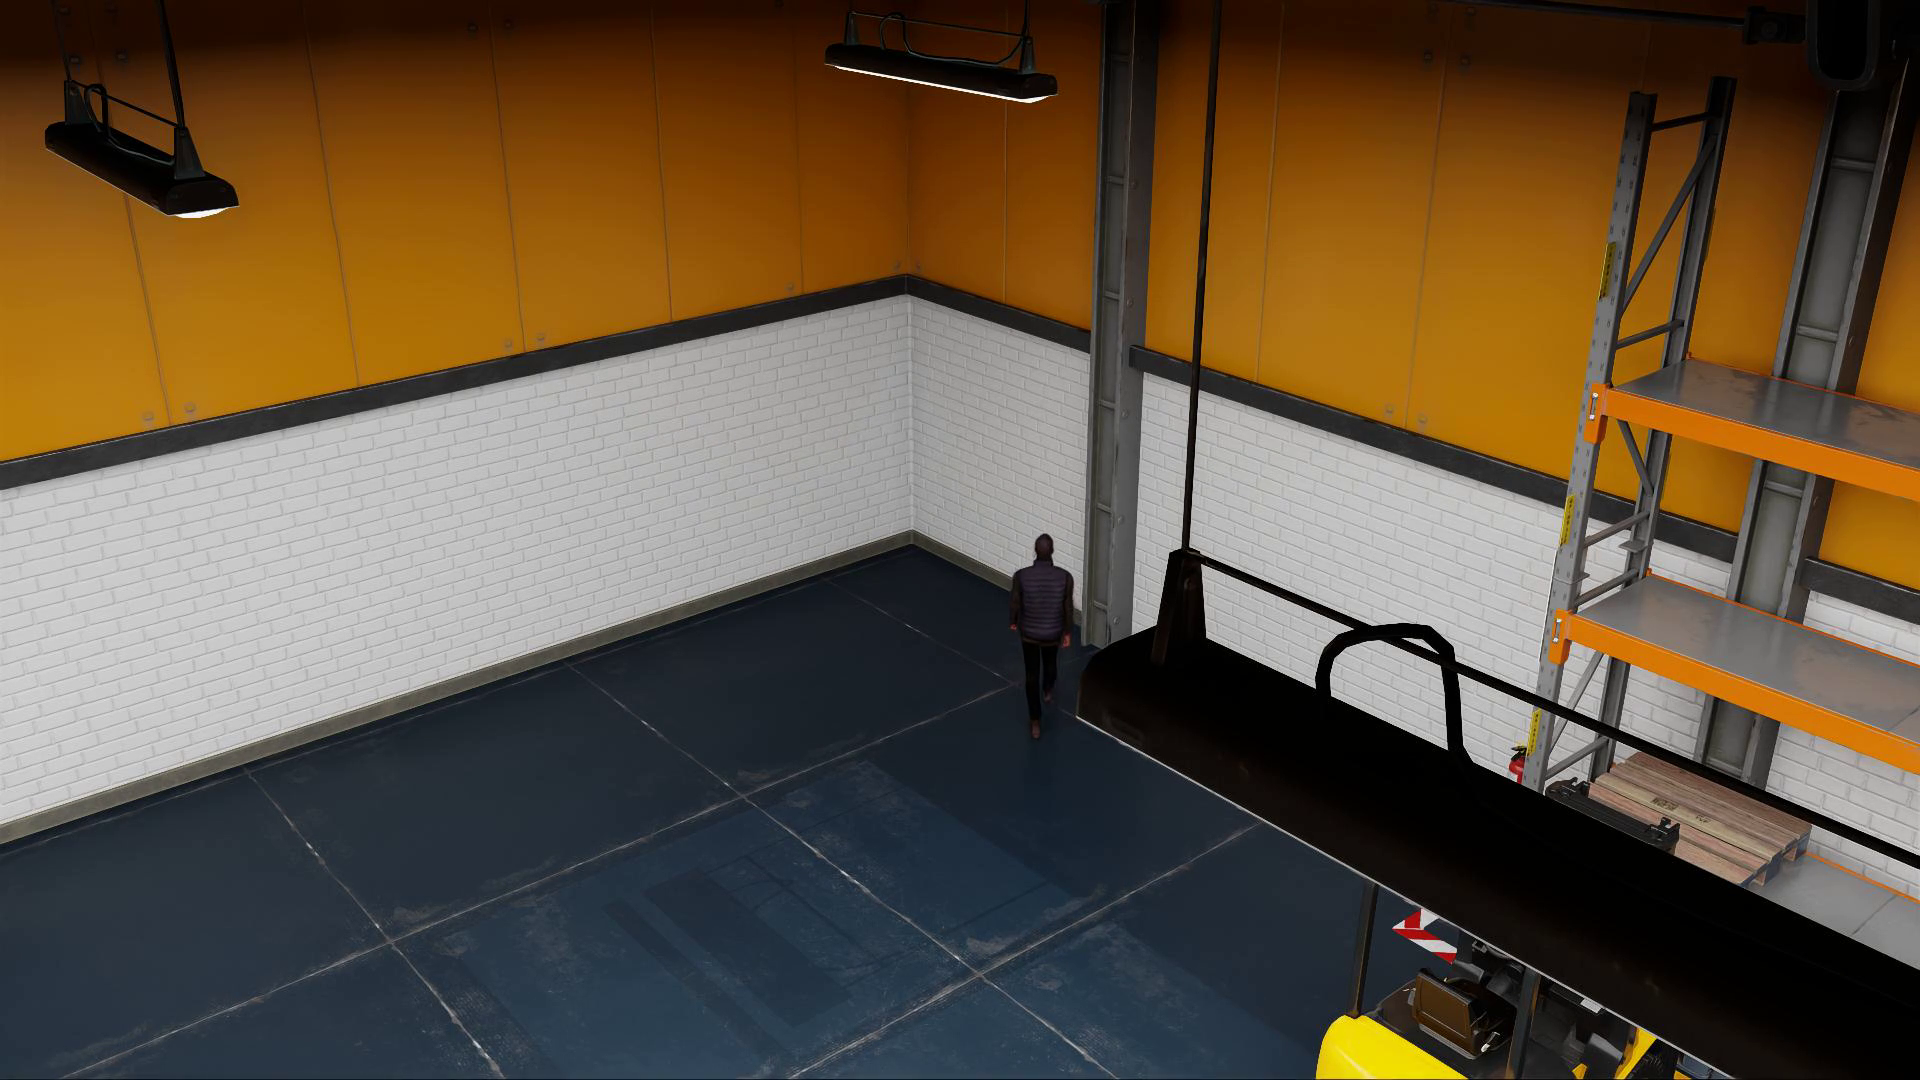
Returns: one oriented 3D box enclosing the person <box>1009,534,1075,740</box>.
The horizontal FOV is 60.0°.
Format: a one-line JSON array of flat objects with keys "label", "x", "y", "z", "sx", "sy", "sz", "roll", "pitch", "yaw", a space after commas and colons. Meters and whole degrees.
[{"label": "person", "x": 0.689, "y": 0.856, "z": 14.338, "sx": 1.108, "sy": 1.796, "sz": 1.220, "roll": -1, "pitch": 24, "yaw": -1}]
